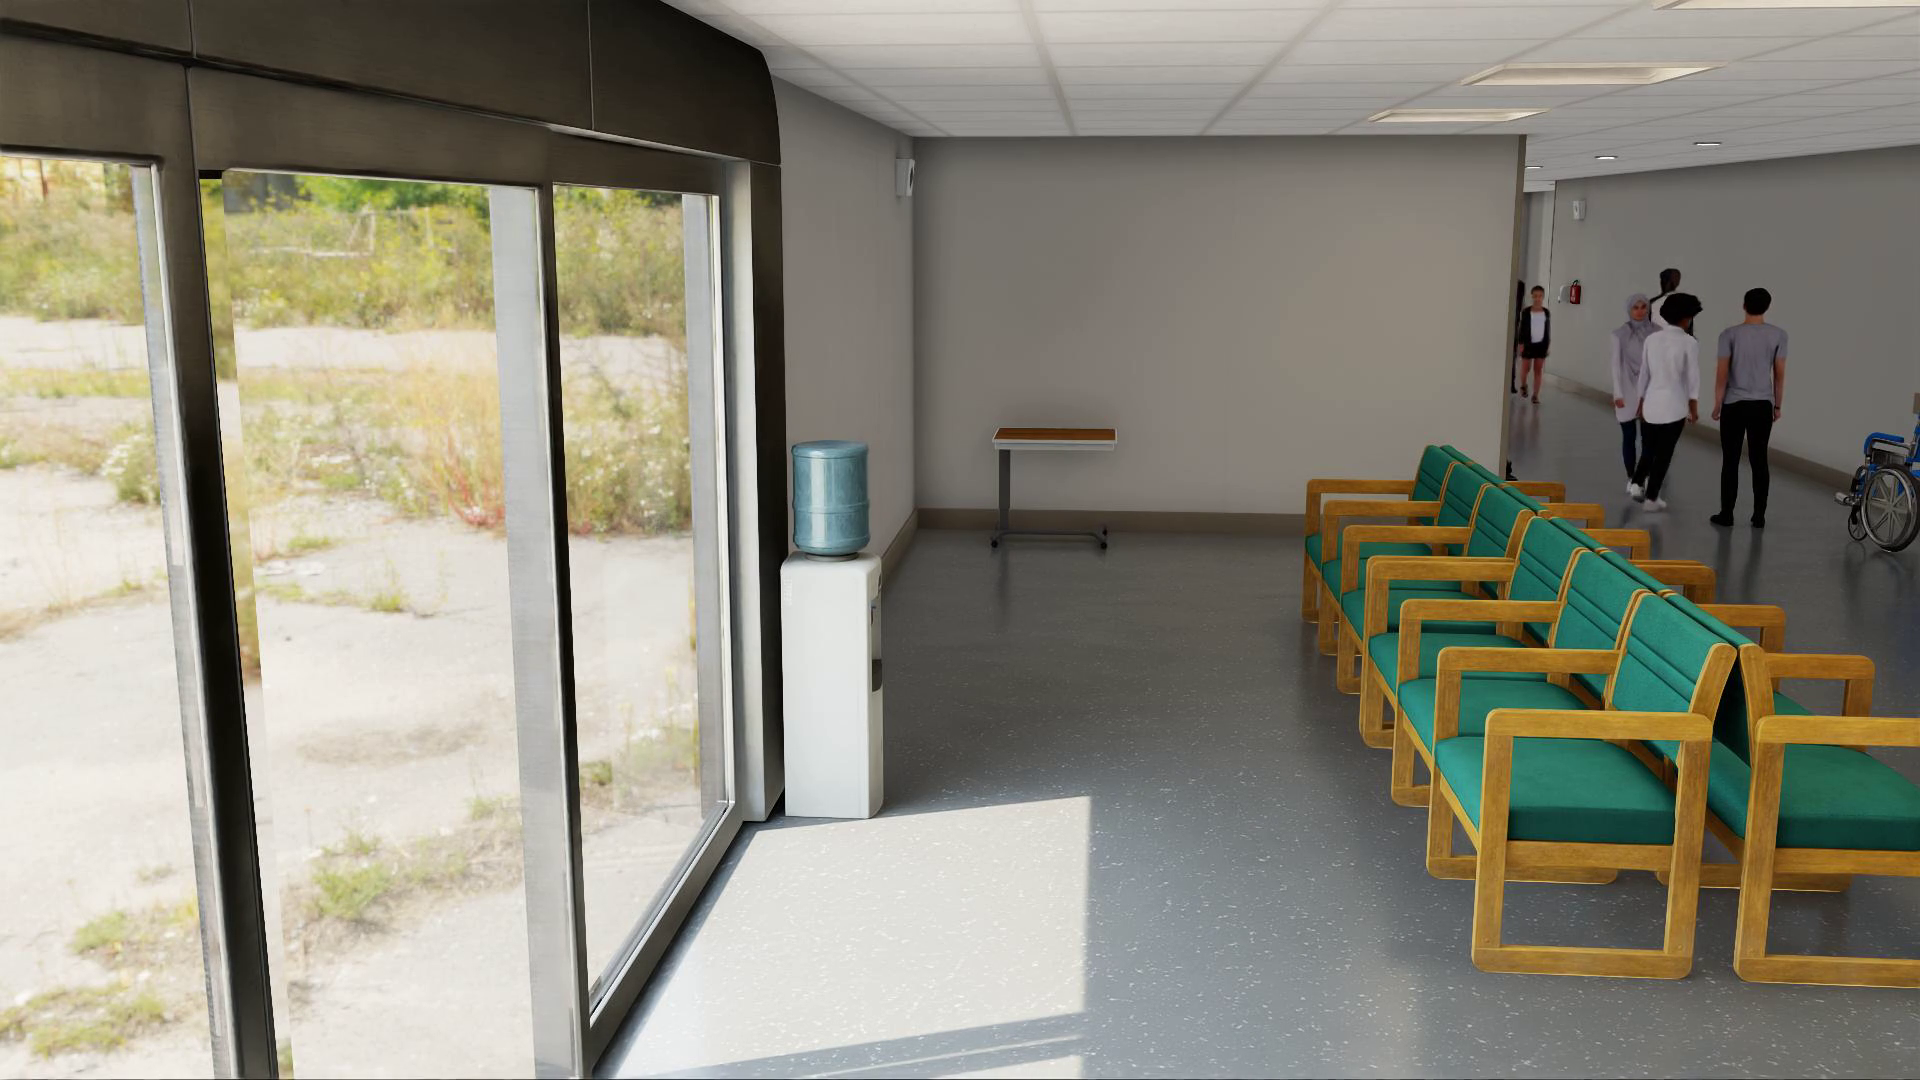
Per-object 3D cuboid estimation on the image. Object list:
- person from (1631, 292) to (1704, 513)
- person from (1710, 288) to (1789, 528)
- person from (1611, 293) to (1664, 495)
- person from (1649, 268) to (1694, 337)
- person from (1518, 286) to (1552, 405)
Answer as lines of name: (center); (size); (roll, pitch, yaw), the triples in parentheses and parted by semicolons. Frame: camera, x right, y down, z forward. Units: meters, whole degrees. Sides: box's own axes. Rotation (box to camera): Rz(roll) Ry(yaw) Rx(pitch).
person: (5.739, -1.109, 13.581); (0.800, 1.797, 0.746); (-9, 14, -41)
person: (6.174, -1.039, 13.039); (0.522, 1.863, 0.738); (2, 11, 12)
person: (5.910, -1.272, 14.555); (0.691, 1.756, 0.782); (3, 11, 14)
person: (7.458, -1.901, 17.563); (0.928, 1.869, 0.791); (1, 11, 8)
person: (7.635, -2.598, 22.115); (0.723, 1.543, 0.661); (1, 11, 8)
